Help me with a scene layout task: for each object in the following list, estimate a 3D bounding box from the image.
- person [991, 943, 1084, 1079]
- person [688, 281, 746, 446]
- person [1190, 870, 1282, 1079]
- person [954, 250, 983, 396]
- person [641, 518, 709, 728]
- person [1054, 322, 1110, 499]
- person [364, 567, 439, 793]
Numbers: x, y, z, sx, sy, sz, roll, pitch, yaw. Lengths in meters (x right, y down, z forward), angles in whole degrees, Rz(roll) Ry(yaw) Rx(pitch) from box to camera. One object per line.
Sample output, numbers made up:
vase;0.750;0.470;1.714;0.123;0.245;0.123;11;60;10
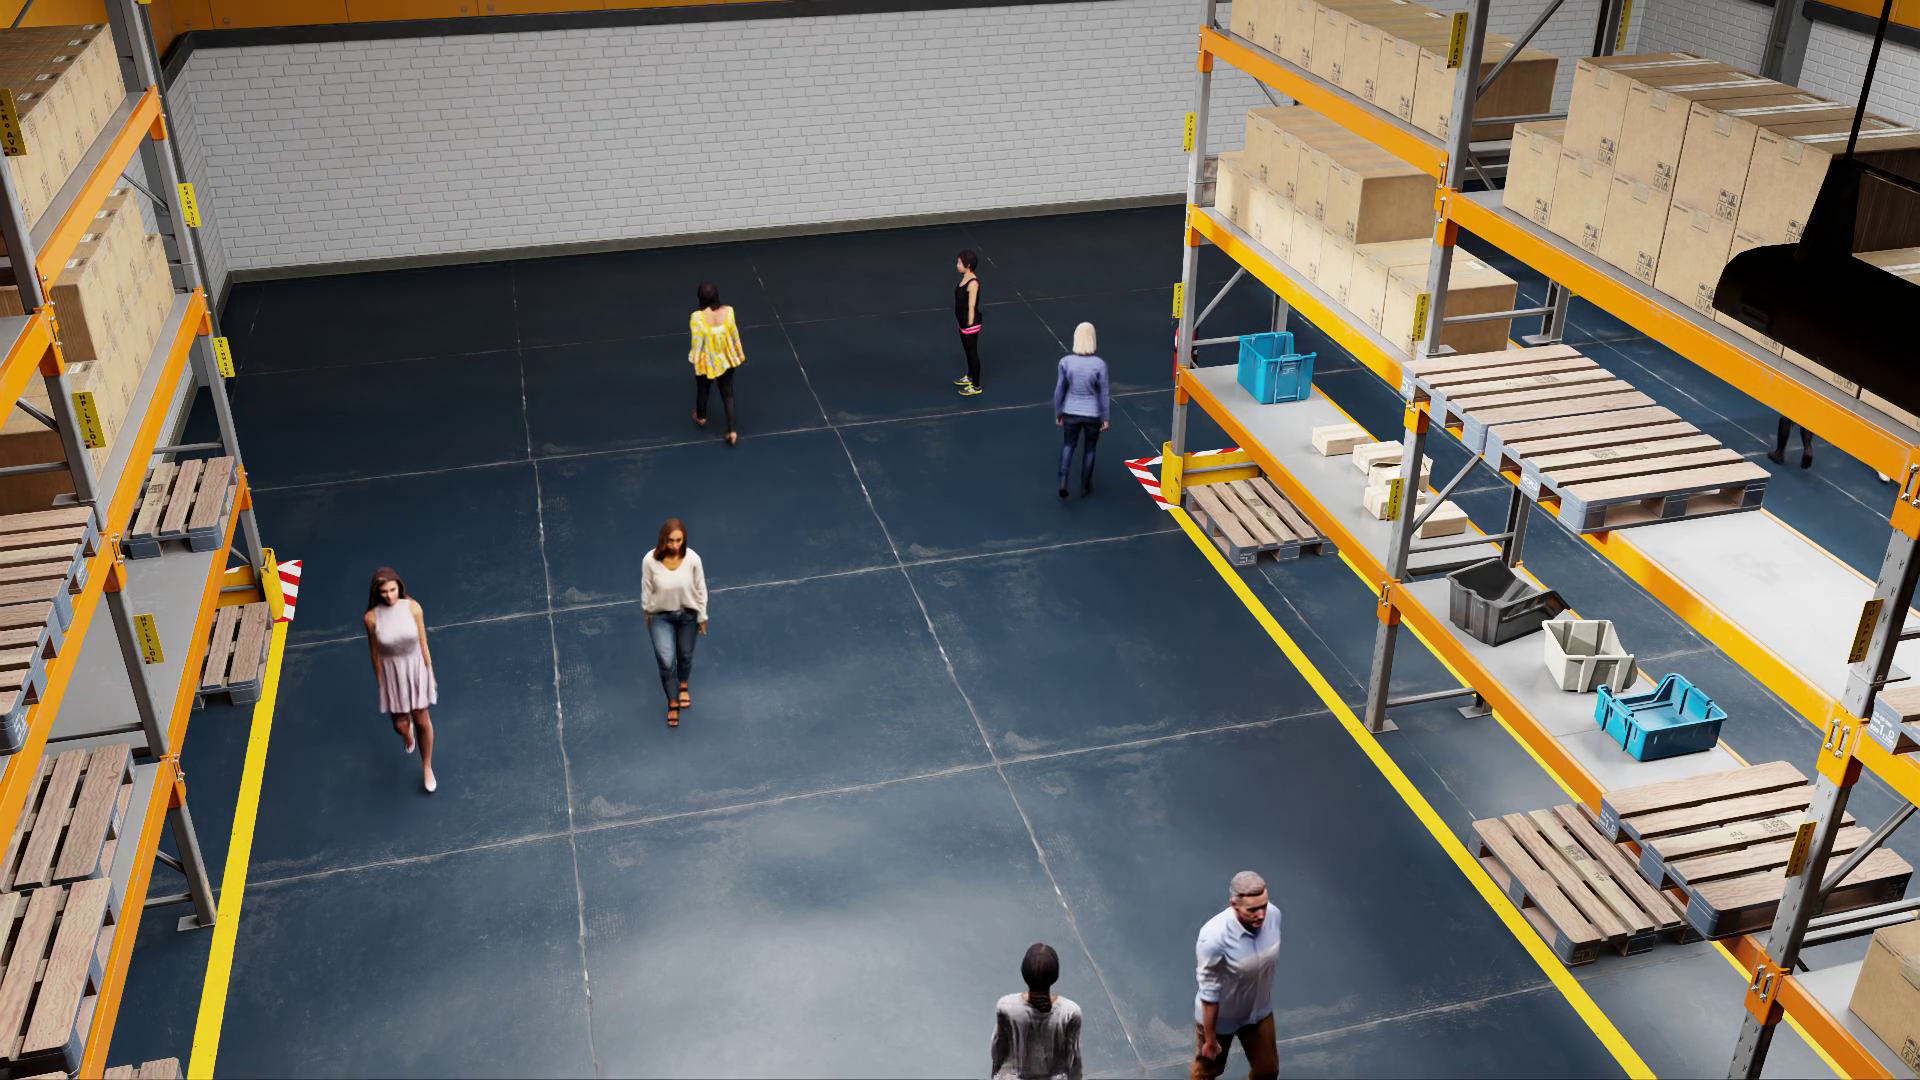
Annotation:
person;0.356;2.747;8.070;0.861;1.727;1.202;2;29;5
person;-2.370;-1.701;16.339;0.867;1.616;1.084;-16;32;-27
person;1.373;2.385;8.648;0.799;1.808;0.860;-15;32;-25
person;0.101;-2.315;17.534;0.603;1.552;0.451;-5;29;-10
person;-2.104;0.523;12.221;0.639;1.657;0.721;-6;29;-10
person;1.106;-1.131;15.173;0.889;1.733;0.979;9;30;16
person;-3.802;0.914;11.398;0.600;1.757;0.820;-11;31;-19
